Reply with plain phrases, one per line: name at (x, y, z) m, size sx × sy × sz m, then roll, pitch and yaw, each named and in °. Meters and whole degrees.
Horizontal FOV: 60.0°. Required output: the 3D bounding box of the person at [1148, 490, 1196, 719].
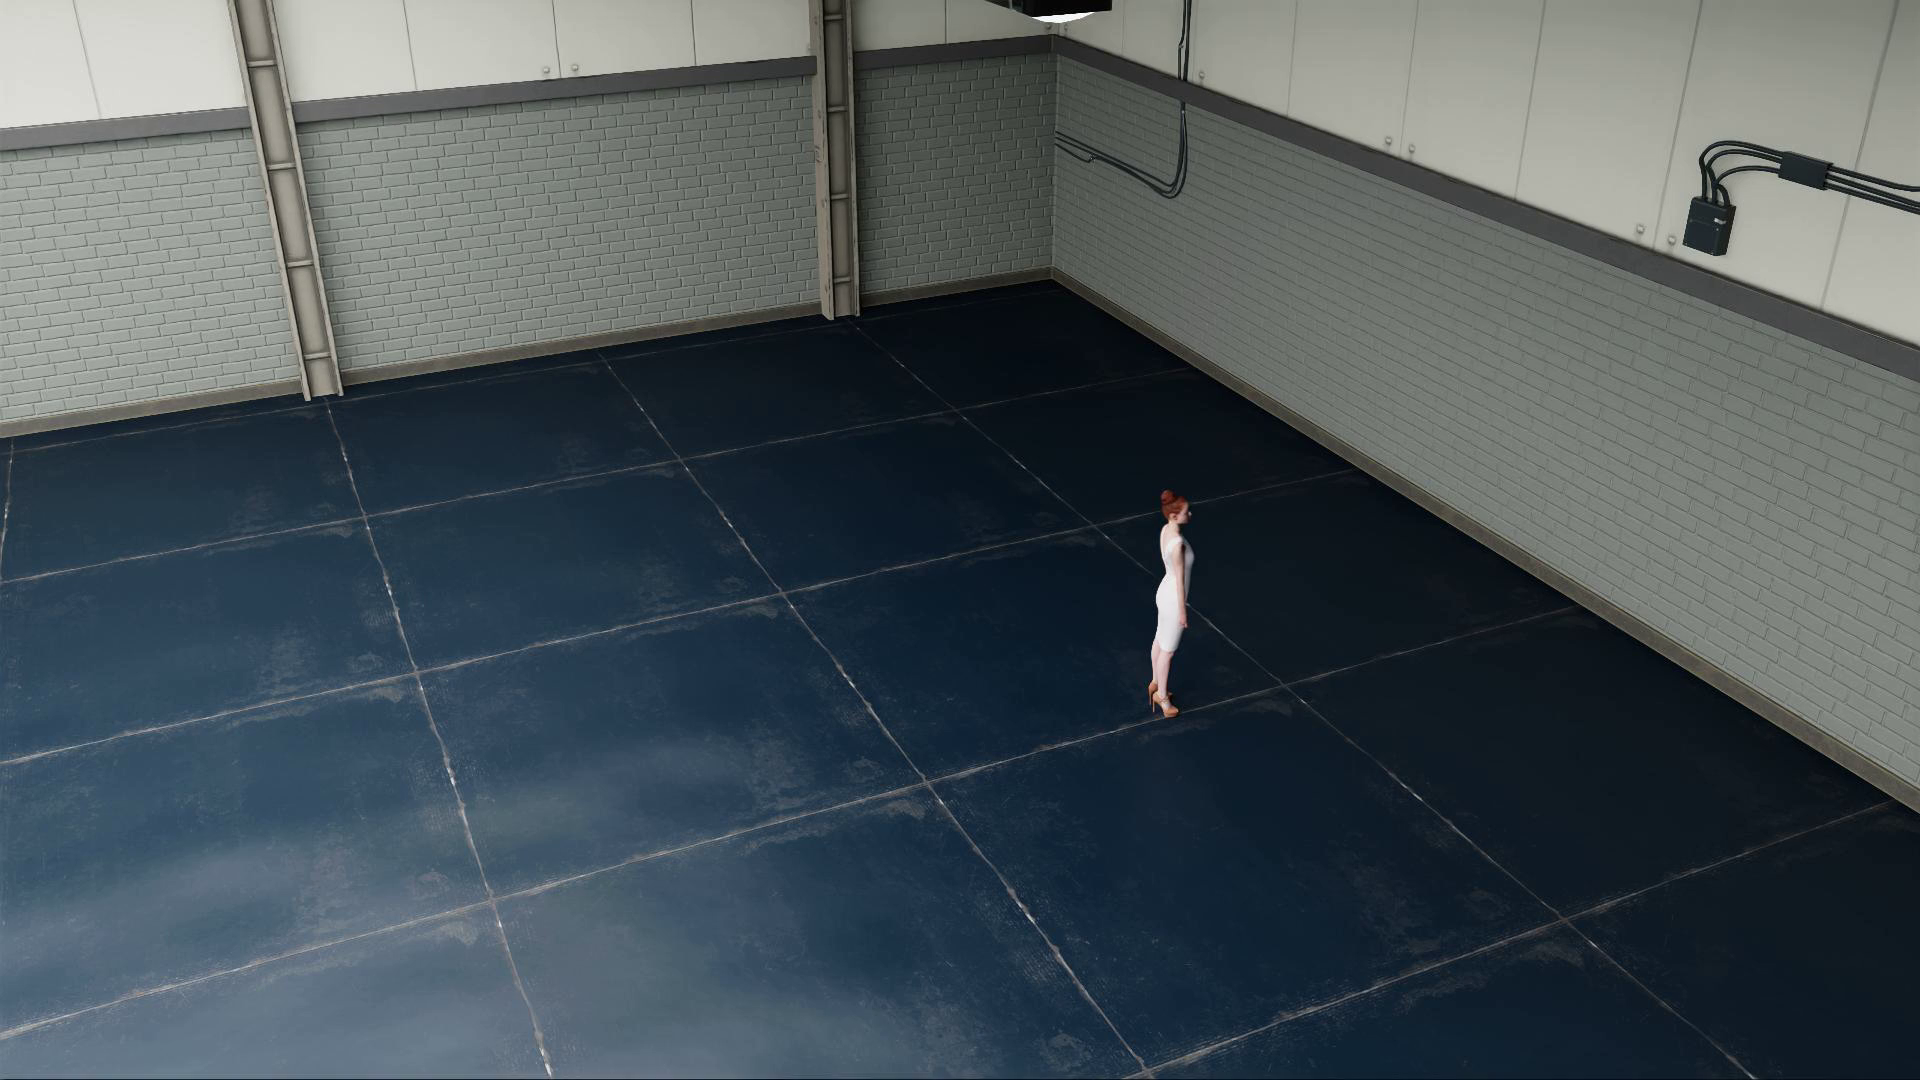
person at (1.521, 0.457, 12.053) m, size 0.590 × 1.792 × 0.624 m, roll -2°, pitch 27°, yaw -3°
